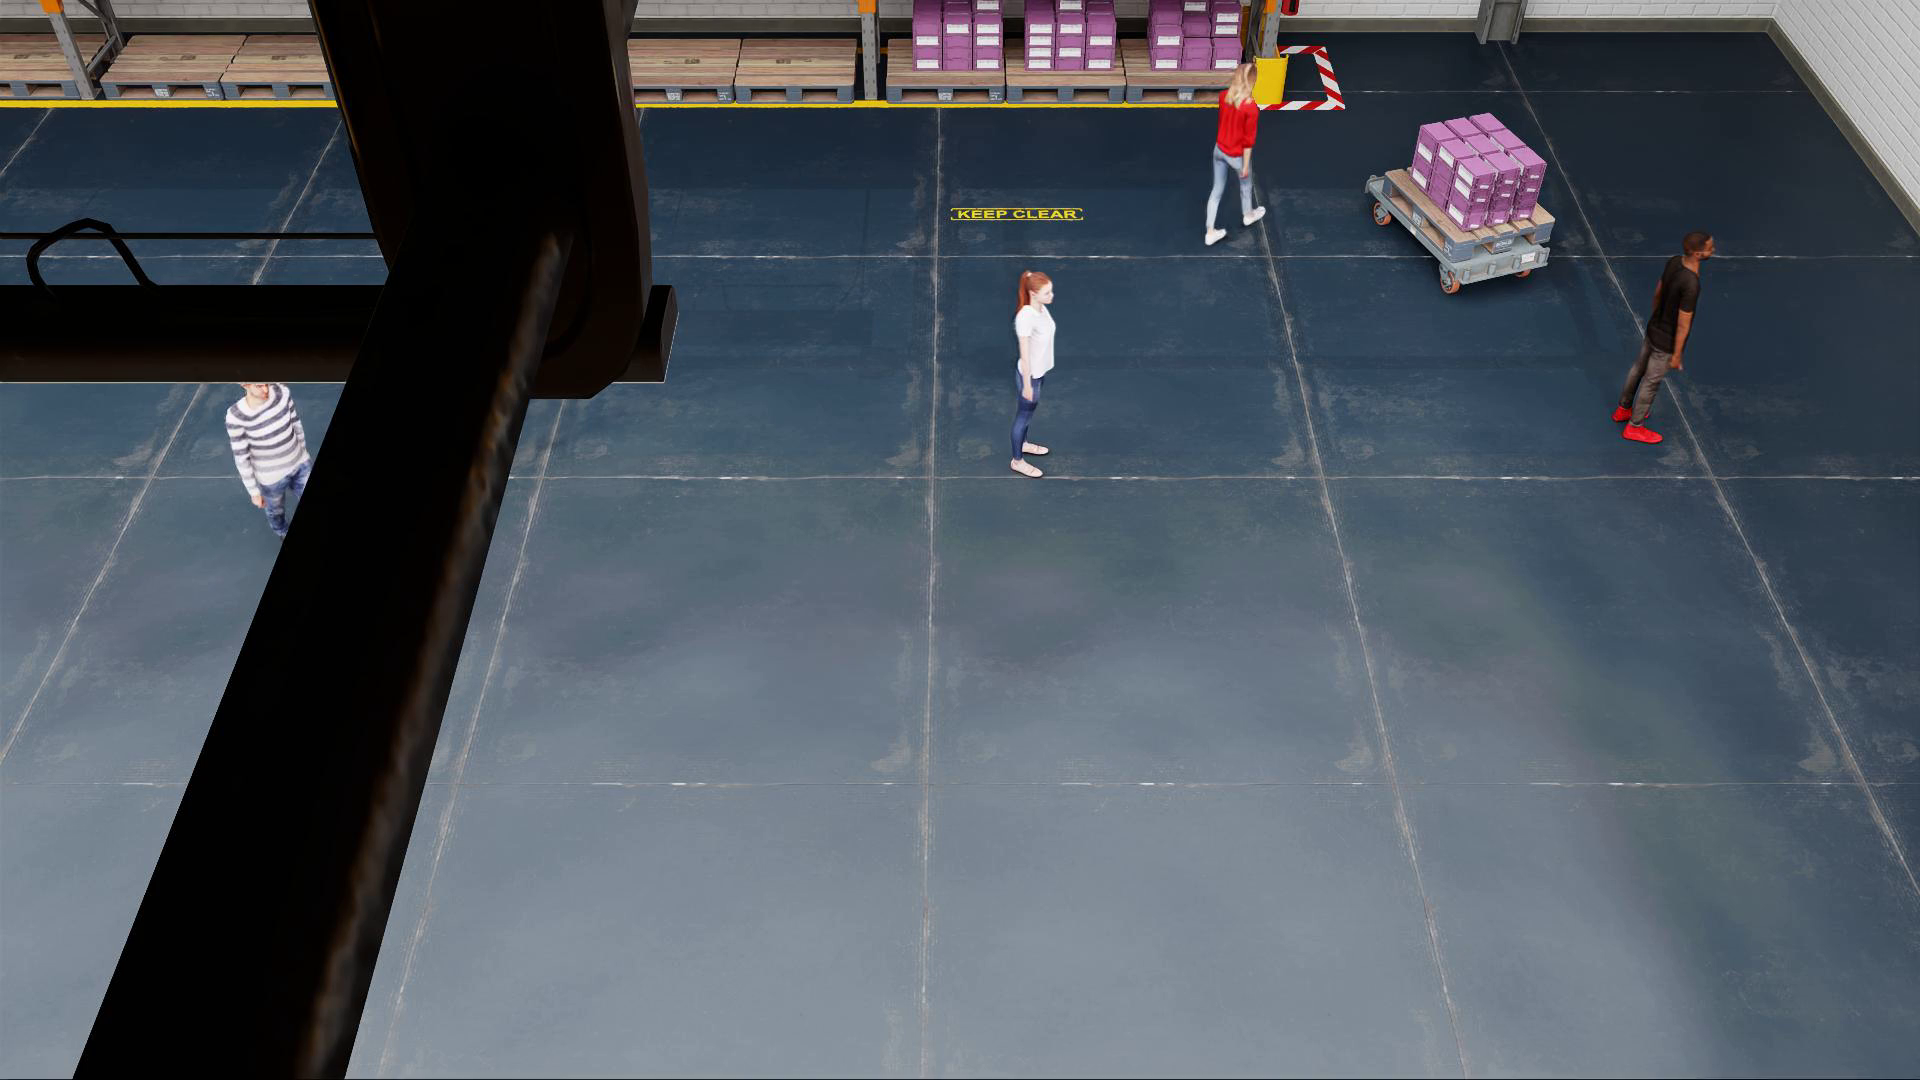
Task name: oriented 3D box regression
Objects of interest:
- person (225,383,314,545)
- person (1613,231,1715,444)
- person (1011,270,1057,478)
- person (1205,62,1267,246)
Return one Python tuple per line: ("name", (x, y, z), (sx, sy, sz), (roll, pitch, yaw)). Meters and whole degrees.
("person", (-4.757, -0.528, 11.526), (1.199, 1.785, 1.256), (-33, 53, -30))
("person", (5.328, -1.557, 12.592), (0.513, 1.805, 0.632), (0, 44, 0))
("person", (0.520, -1.254, 12.323), (0.599, 1.737, 0.621), (10, 45, 10))
("person", (2.325, -3.338, 14.553), (1.065, 1.678, 0.986), (-32, 52, -29))
